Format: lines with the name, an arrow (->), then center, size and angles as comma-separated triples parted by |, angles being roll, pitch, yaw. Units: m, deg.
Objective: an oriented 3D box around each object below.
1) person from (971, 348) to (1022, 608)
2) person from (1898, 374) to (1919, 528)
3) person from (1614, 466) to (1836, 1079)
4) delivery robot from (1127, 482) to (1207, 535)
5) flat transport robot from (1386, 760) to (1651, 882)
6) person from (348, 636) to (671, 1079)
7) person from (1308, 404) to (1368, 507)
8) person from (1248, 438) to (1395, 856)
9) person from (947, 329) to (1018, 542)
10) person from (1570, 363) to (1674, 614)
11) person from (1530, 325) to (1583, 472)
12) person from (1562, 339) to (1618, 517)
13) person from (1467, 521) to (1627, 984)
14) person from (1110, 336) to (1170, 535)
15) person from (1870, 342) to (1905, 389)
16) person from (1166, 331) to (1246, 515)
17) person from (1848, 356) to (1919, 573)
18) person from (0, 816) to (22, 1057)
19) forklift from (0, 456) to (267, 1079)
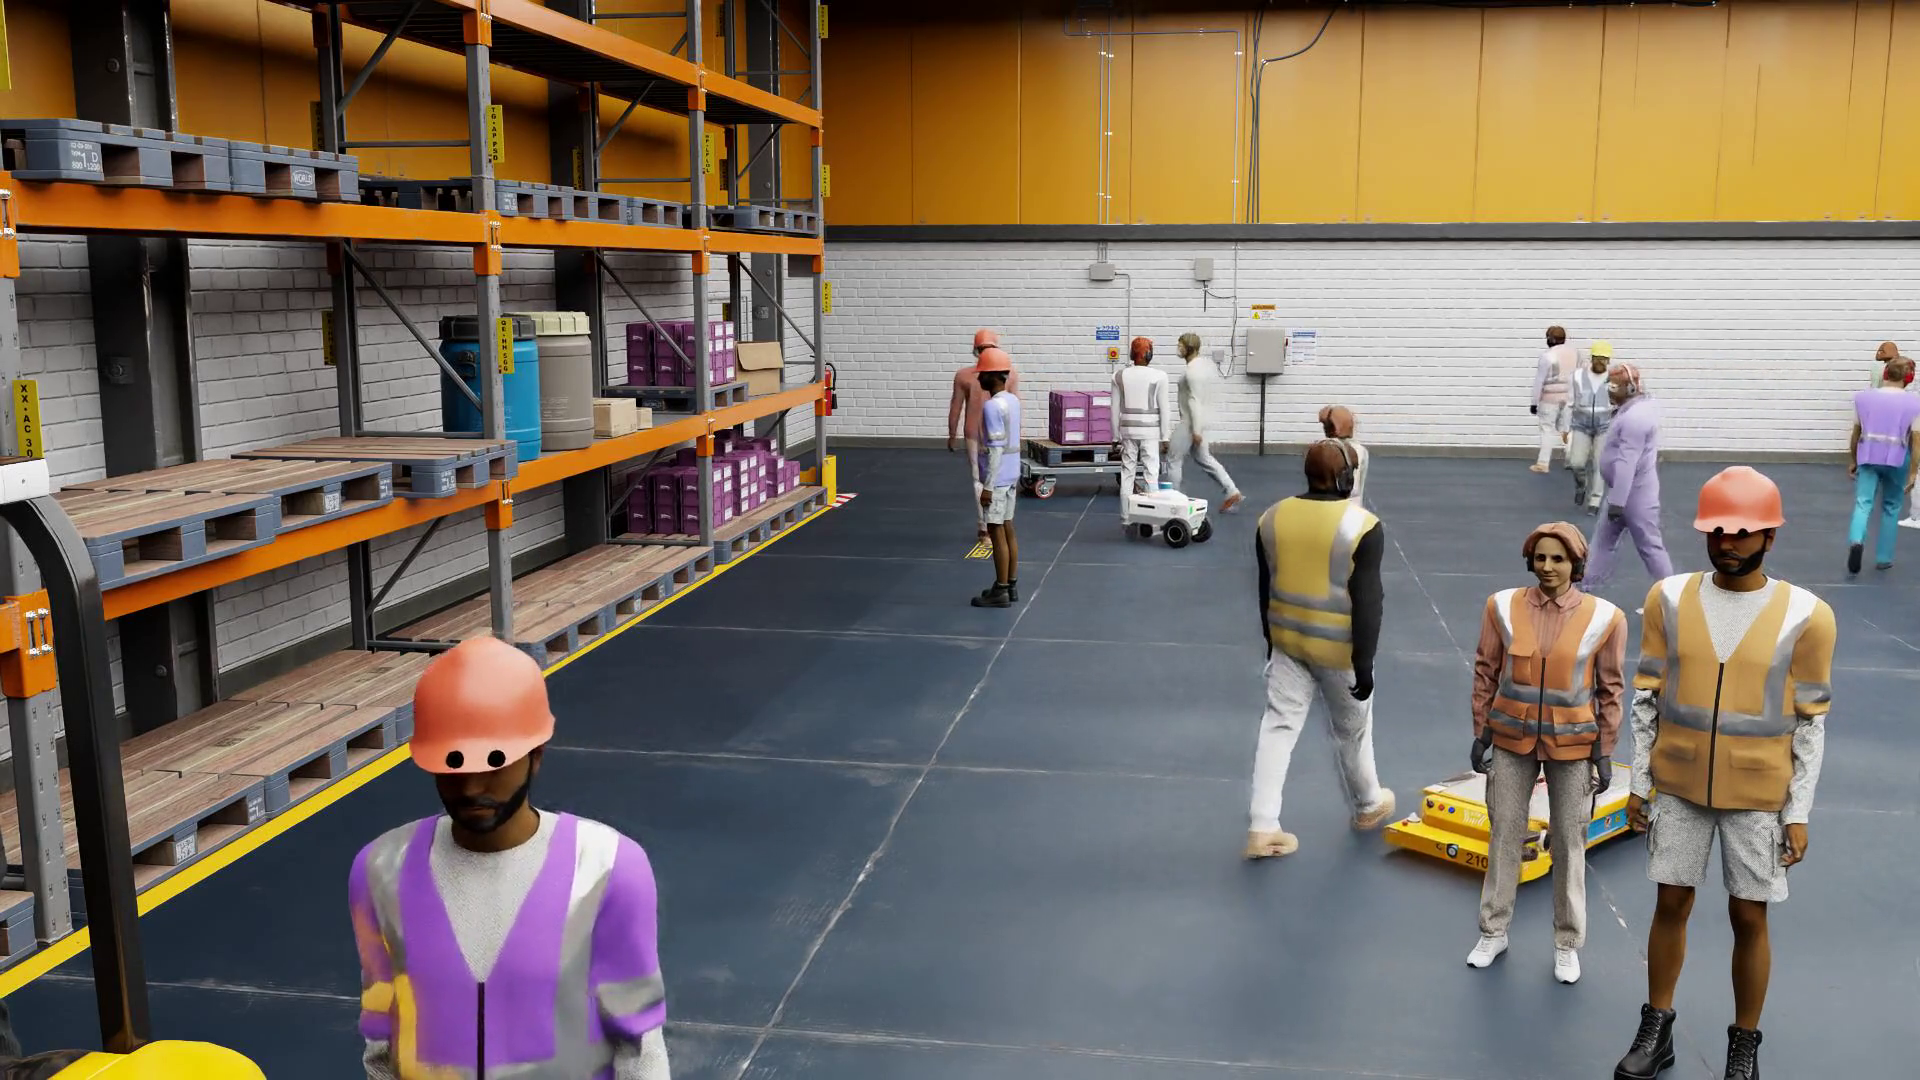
person -> 0.257, -0.462, 12.417 | 0.367, 1.934, 0.553 | 3, 10, 18
person -> 9.397, -1.006, 16.036 | 0.533, 1.855, 0.587 | -2, 9, -13
person -> 2.282, 0.741, 4.997 | 0.545, 1.938, 0.356 | 7, 11, 35
delivery robot -> 1.898, -0.288, 15.285 | 0.707, 0.478, 0.477 | 7, 12, 35
flat transport robot -> 2.589, 1.182, 7.404 | 1.431, 0.197, 0.652 | -8, 12, -41
person -> -0.785, 1.082, 3.018 | 0.553, 1.912, 0.886 | 0, 9, -1
person -> 2.484, -0.092, 11.080 | 0.528, 1.624, 0.372 | -5, 10, -28
person -> 1.576, 0.453, 7.221 | 0.645, 1.791, 0.987 | 9, 13, 43
person -> 0.202, -1.000, 15.664 | 0.633, 1.944, 0.984 | -2, 9, -12
person -> 4.781, -0.351, 12.043 | 1.008, 1.842, 0.687 | 3, 10, 16
person -> 7.367, -1.738, 20.606 | 0.679, 1.831, 0.469 | -3, 10, -20
person -> 6.495, -1.151, 17.025 | 0.616, 1.818, 0.442 | 4, 10, 24
person -> 2.072, 0.741, 5.909 | 0.512, 1.641, 0.307 | 5, 10, 27
person -> 1.712, -0.983, 15.786 | 0.573, 1.886, 0.356 | 4, 10, 23
person -> 11.410, -1.628, 20.541 | 0.498, 1.634, 0.280 | -2, 9, -13
person -> 2.449, -1.185, 17.016 | 0.966, 1.904, 0.633 | 3, 10, 16
person -> 7.620, -0.613, 13.737 | 0.583, 1.812, 0.794 | 8, 12, 40
person -> -2.621, 0.915, 4.226 | 0.504, 1.840, 0.345 | 6, 11, 33
forklift -> -2.328, 0.975, 2.765 | 2.313, 2.155, 1.214 | 1, 9, 9
